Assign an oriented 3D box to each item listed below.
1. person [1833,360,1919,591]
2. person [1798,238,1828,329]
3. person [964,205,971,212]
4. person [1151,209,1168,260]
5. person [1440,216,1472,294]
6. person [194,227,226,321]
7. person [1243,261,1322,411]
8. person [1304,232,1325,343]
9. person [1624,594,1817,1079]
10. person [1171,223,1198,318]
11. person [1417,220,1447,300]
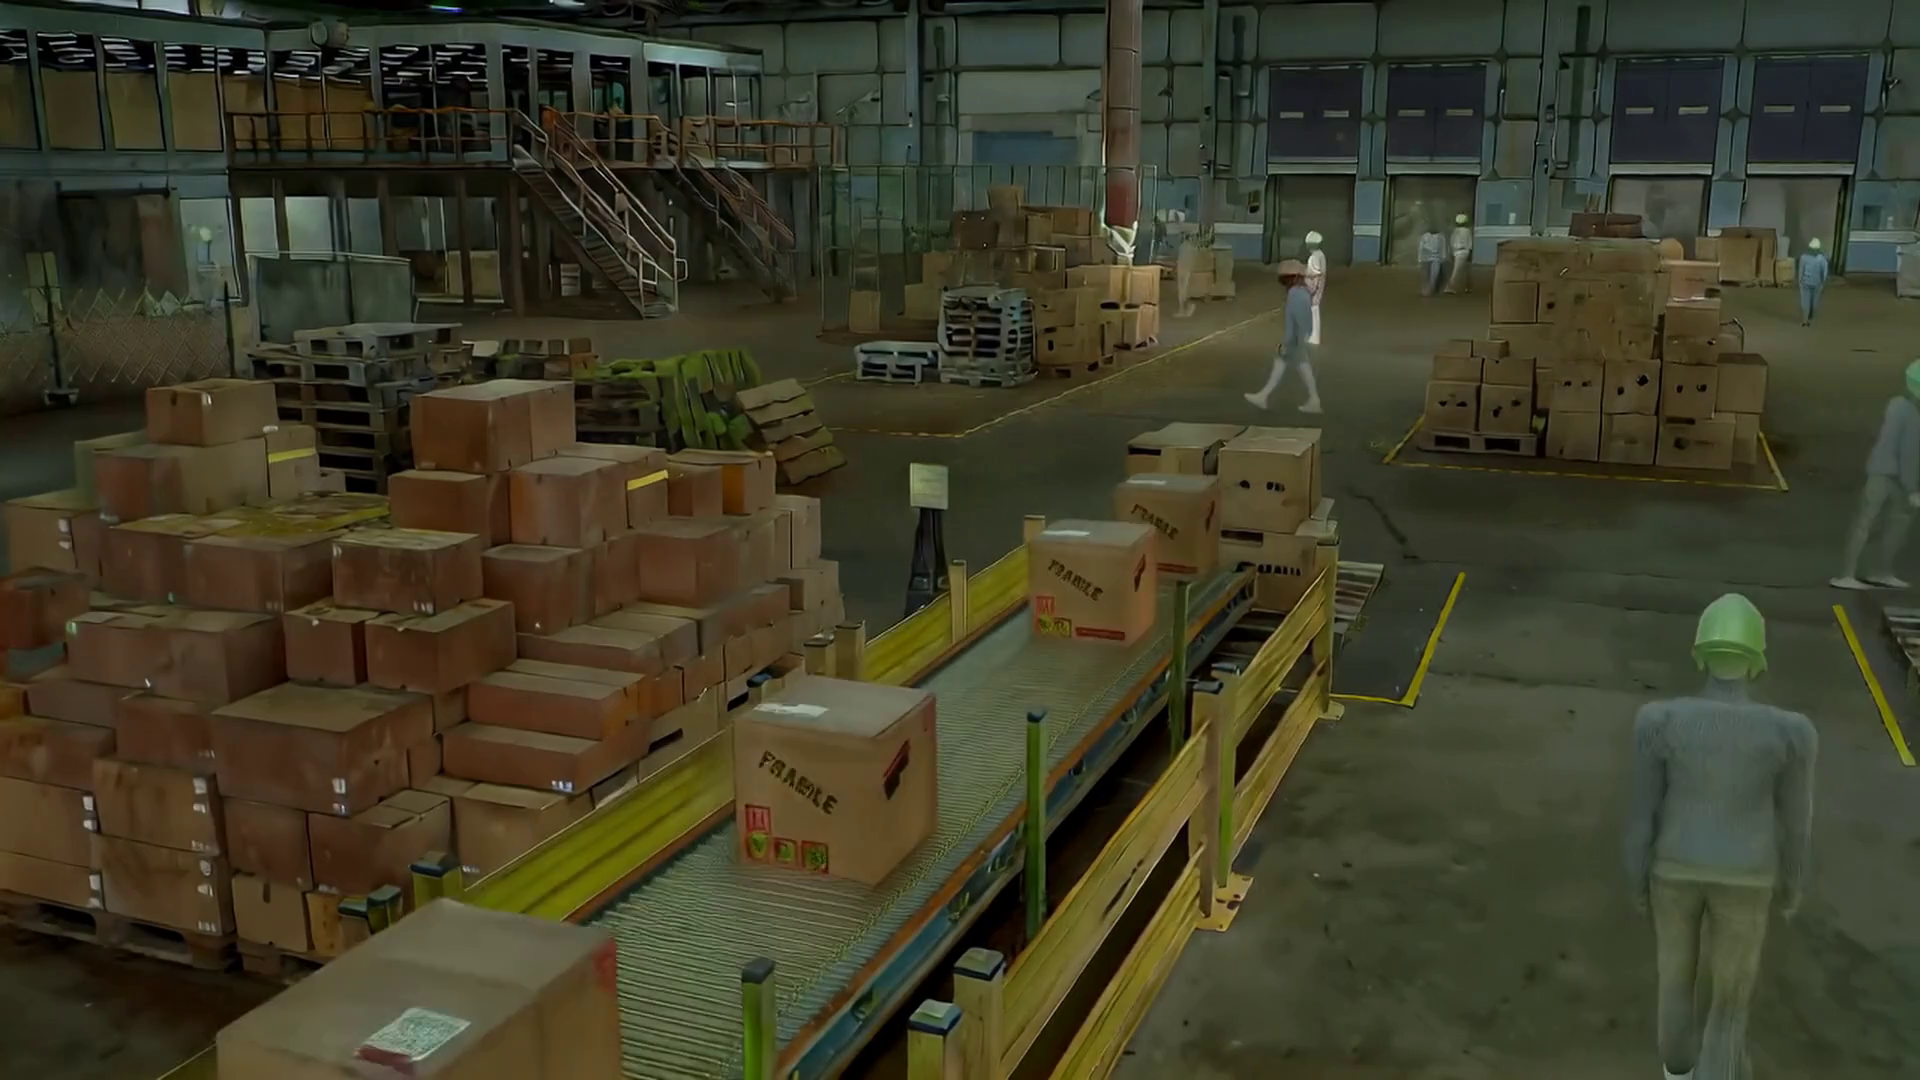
[{"bbox_3d":[6.621,-0.447,11.806,0.641,1.709,0.548,5,14,22],"label":"person"},{"bbox_3d":[16.305,-4.908,31.833,0.491,1.721,0.741,6,14,26],"label":"person"},{"bbox_3d":[0.217,-9.844,53.630,1.009,1.872,0.606,3,13,14],"label":"person"},{"bbox_3d":[6.193,-9.396,51.761,0.639,1.816,0.546,-9,15,-34],"label":"person"},{"bbox_3d":[12.238,-6.991,40.789,1.018,1.891,0.646,-5,13,-20],"label":"person"},{"bbox_3d":[-15.098,-5.378,33.601,0.622,1.860,0.708,4,13,18],"label":"person"},{"bbox_3d":[4.098,-2.542,20.857,1.024,1.873,0.559,2,13,8],"label":"person"},{"bbox_3d":[6.190,-4.413,29.130,0.384,1.930,0.547,3,13,13],"label":"person"},{"bbox_3d":[2.318,1.032,5.138,0.528,1.742,0.791,7,14,29],"label":"person"},{"bbox_3d":[4.563,-5.496,33.989,0.430,1.928,0.660,-8,15,-31],"label":"person"},{"bbox_3d":[10.993,-6.526,38.822,0.634,1.841,0.429,5,14,22],"label":"person"}]
